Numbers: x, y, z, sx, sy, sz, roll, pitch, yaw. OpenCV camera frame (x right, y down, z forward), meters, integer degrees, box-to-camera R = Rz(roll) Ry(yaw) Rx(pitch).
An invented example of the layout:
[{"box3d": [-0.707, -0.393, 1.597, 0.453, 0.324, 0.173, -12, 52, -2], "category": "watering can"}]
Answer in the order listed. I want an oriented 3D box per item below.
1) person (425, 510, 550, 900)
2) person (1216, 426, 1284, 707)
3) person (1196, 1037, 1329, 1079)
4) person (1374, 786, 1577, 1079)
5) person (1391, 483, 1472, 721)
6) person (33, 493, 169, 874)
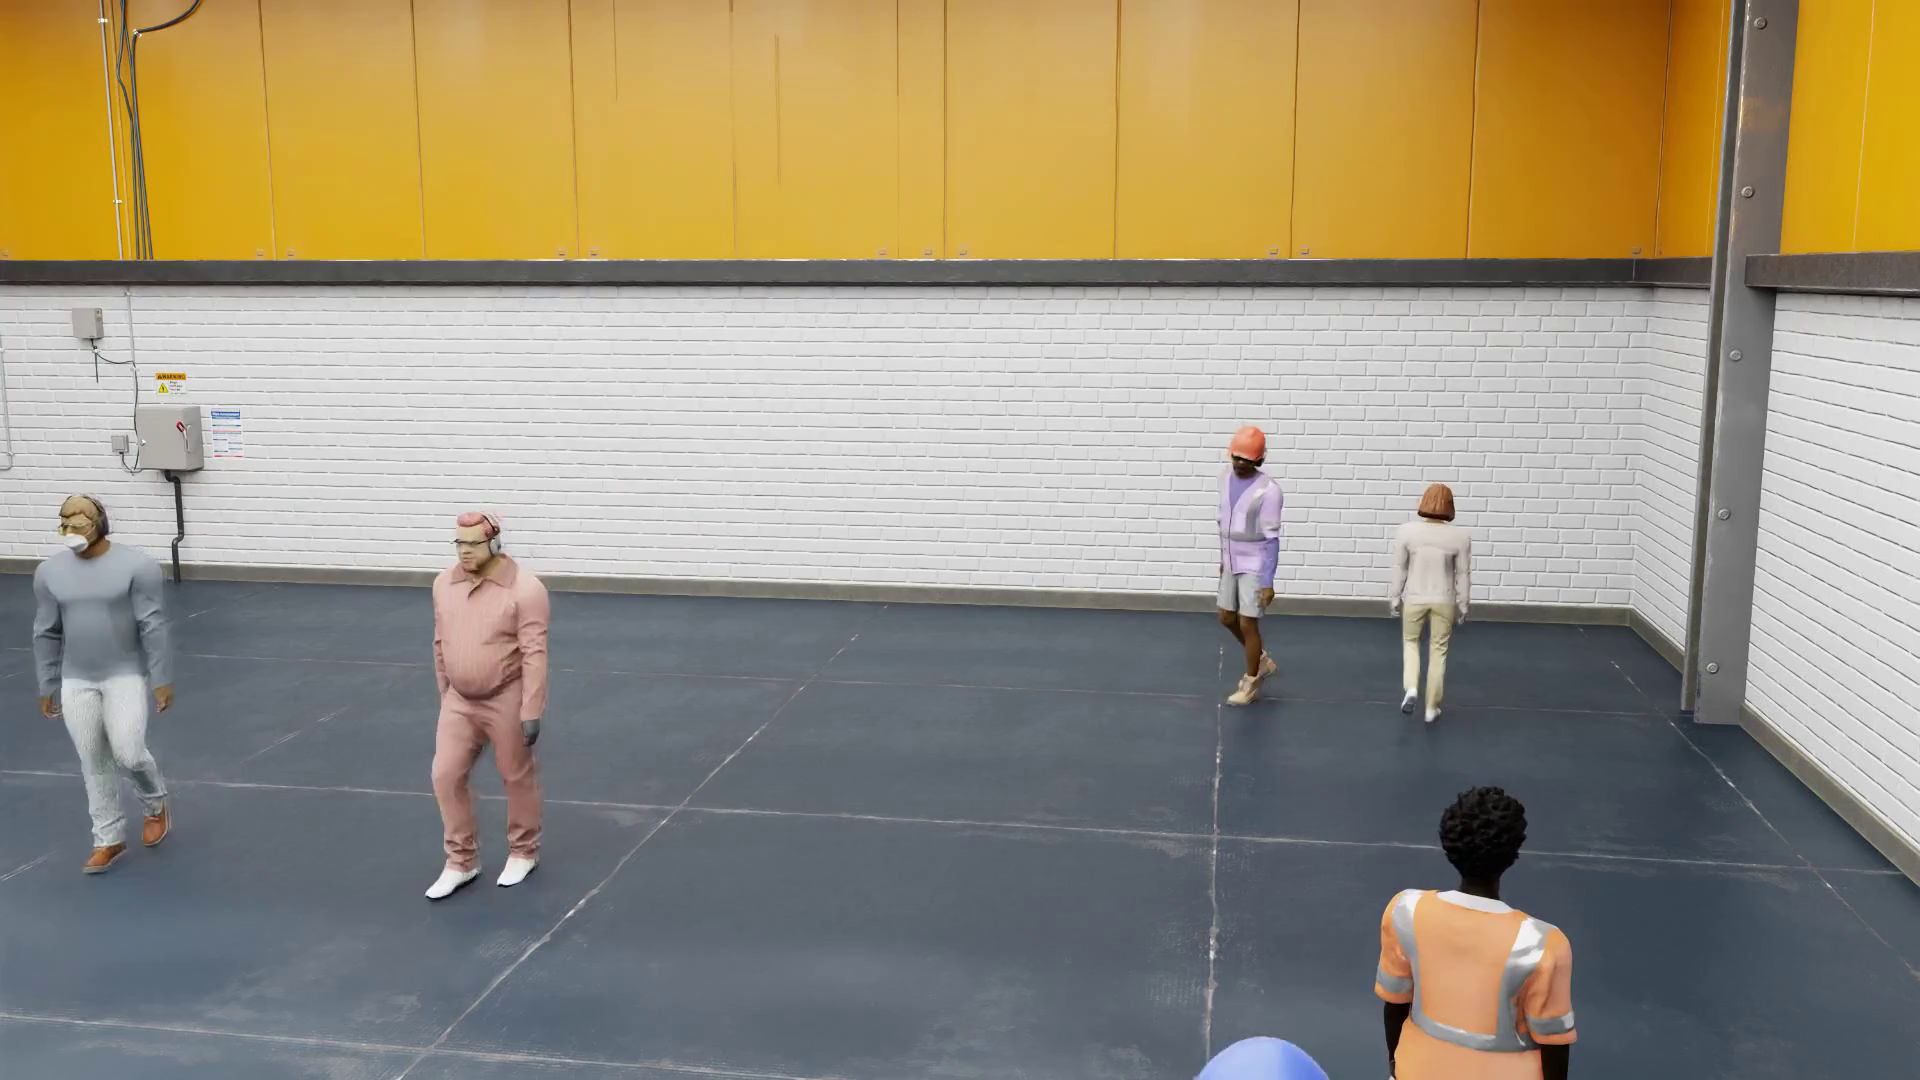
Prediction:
[{"box3d": [-2.314, 0.800, 8.028, 0.671, 1.880, 0.732, 3, 10, 16], "category": "person"}, {"box3d": [2.039, 0.178, 11.558, 0.731, 1.991, 0.679, -6, 11, -31], "category": "person"}, {"box3d": [0.414, 1.696, 2.491, 0.616, 1.905, 0.997, 9, 13, 43], "category": "person"}, {"box3d": [1.359, 1.480, 4.416, 0.535, 1.700, 0.318, 7, 12, 38], "category": "person"}, {"box3d": [3.159, 0.426, 11.164, 0.516, 1.617, 0.400, 3, 10, 20], "category": "person"}, {"box3d": [-4.343, 0.713, 8.434, 0.655, 1.928, 0.456, 0, 9, 0], "category": "person"}]
